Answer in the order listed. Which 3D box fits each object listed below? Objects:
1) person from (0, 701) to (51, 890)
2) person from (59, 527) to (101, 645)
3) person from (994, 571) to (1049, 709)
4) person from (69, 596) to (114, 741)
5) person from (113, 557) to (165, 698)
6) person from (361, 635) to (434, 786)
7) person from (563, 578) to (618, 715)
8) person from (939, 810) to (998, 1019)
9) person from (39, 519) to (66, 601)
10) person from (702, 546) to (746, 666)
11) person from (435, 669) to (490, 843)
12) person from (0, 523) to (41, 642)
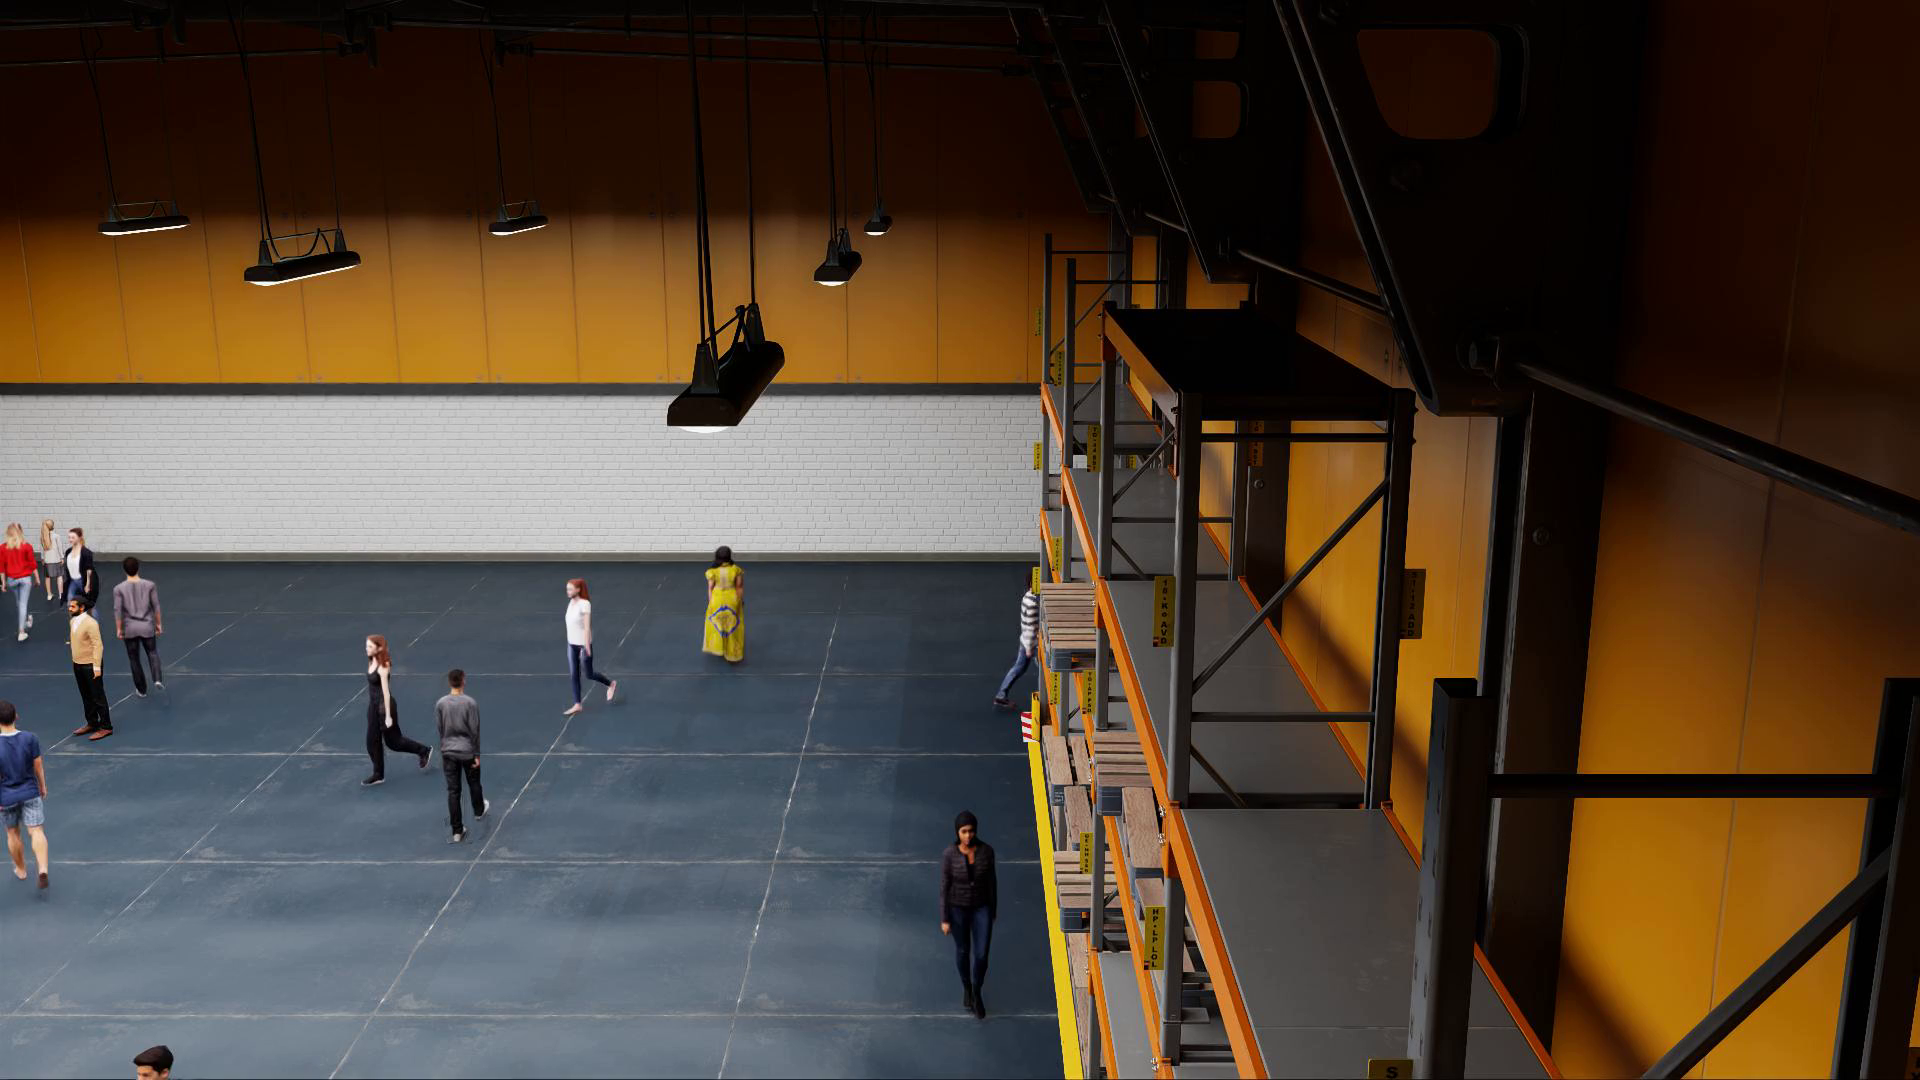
[{"bbox_3d":[-8.988,2.469,15.913,1.036,1.823,1.165,-10,17,-36],"label":"person"},{"bbox_3d":[-12.519,0.629,23.848,0.709,1.666,0.846,3,14,11],"label":"person"},{"bbox_3d":[0.805,1.299,20.790,0.811,1.802,1.183,-1,14,-5],"label":"person"},{"bbox_3d":[-10.489,1.512,20.013,0.753,1.753,0.763,8,16,31],"label":"person"},{"bbox_3d":[-10.535,1.141,21.359,0.835,1.841,0.883,-10,17,-36],"label":"person"},{"bbox_3d":[-6.350,1.872,18.595,1.033,1.721,1.093,13,19,43],"label":"person"},{"bbox_3d":[-4.684,1.315,20.891,0.947,1.724,1.023,13,18,42],"label":"person"},{"bbox_3d":[0.059,3.042,13.746,0.669,1.730,0.700,-1,14,-6],"label":"person"},{"bbox_3d":[-14.217,0.300,26.045,0.498,1.271,0.505,0,14,1],"label":"person"},{"bbox_3d":[-3.200,0.916,22.718,0.849,1.640,0.914,-2,14,-10],"label":"person"},{"bbox_3d":[-5.154,2.241,17.076,0.624,1.719,1.033,0,14,0],"label":"person"},{"bbox_3d":[-13.504,0.630,23.849,0.843,1.663,1.161,-4,14,-15],"label":"person"}]
